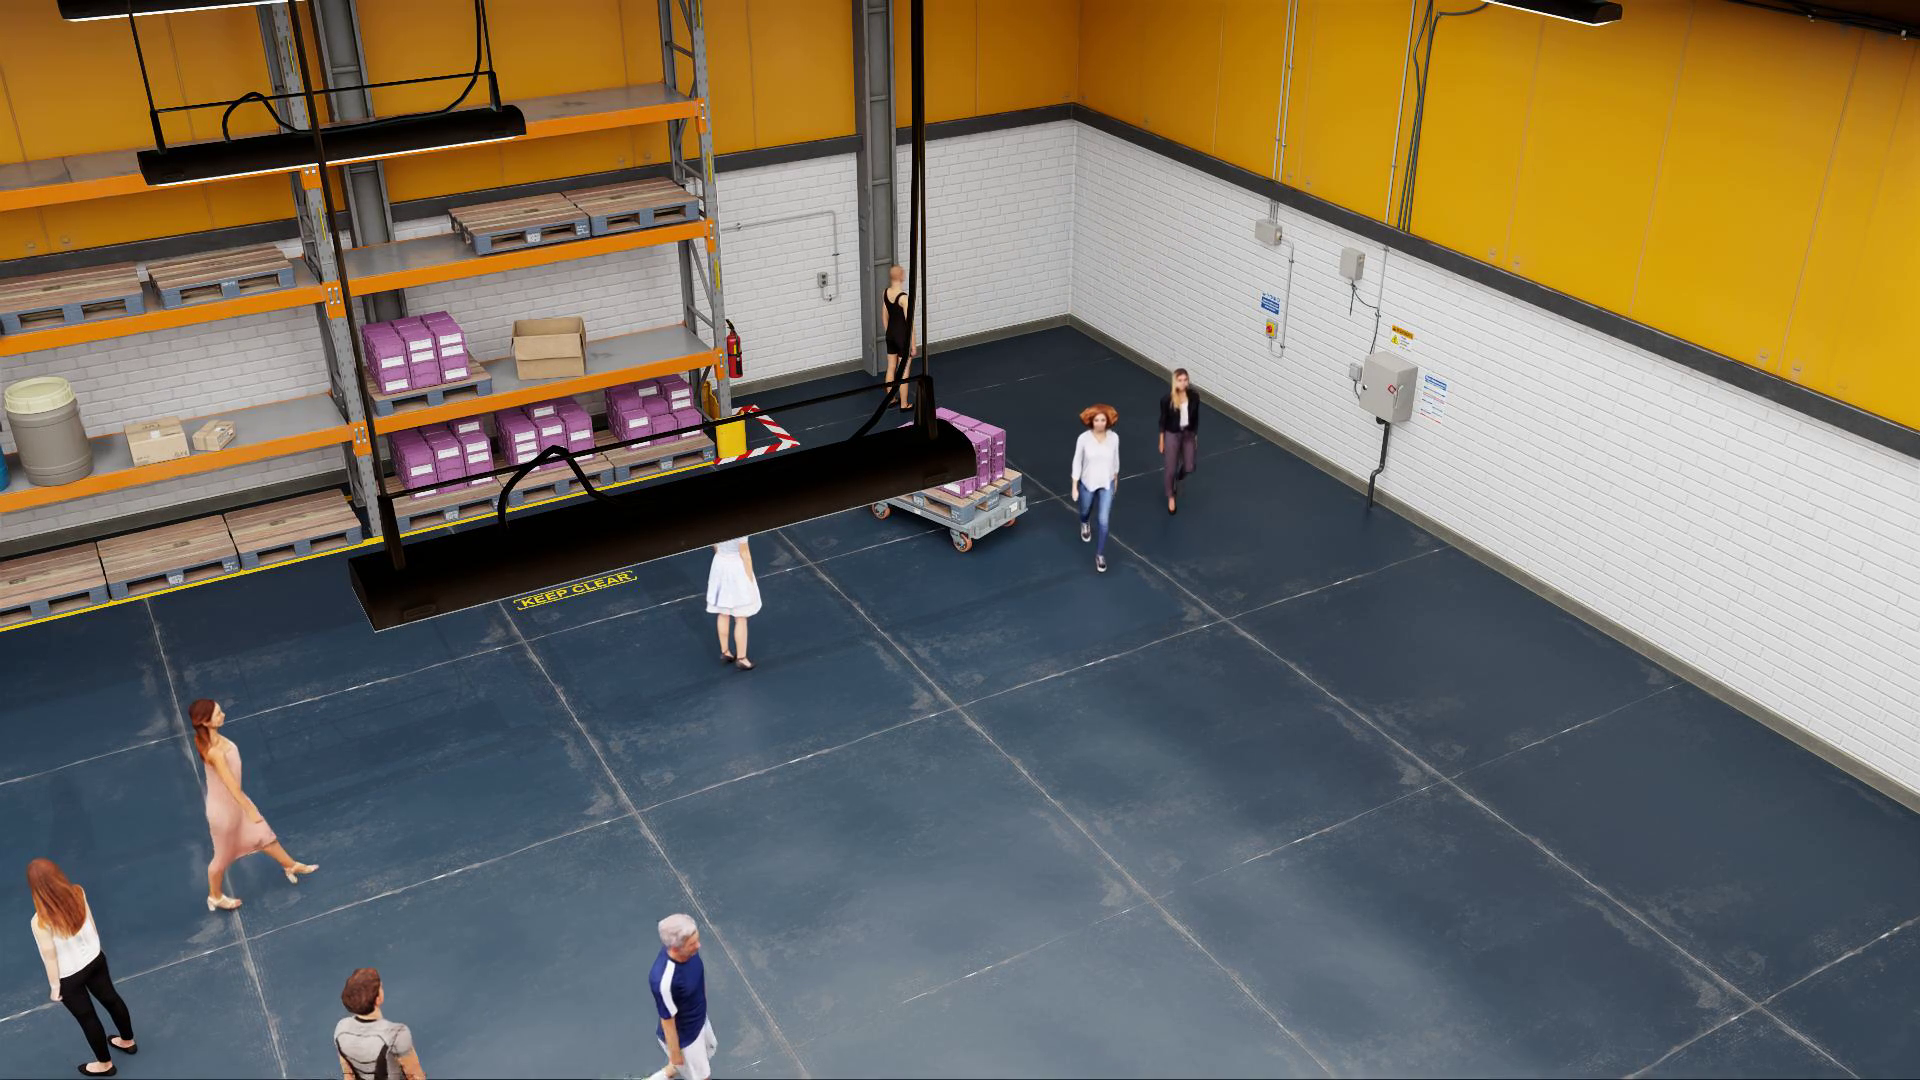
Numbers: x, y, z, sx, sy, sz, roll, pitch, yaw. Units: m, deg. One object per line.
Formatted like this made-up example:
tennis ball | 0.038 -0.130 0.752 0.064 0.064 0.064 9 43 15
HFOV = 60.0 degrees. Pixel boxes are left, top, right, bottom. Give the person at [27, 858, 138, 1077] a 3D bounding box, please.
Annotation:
person | -5.651 2.734 10.684 0.705 1.719 0.632 9 30 16

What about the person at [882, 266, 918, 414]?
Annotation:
person | -0.744 -2.430 20.050 0.704 1.816 0.606 25 38 38

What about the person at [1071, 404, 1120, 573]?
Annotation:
person | 1.375 -0.614 16.863 1.153 1.680 1.063 0 29 0

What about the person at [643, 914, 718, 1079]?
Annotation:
person | -1.764 2.966 10.161 0.993 1.813 0.905 2 29 4

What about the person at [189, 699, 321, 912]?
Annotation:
person | -5.392 1.961 12.020 1.056 1.797 0.701 -11 31 -20

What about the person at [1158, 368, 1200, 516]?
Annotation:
person | 2.303 -1.077 17.727 0.732 1.665 0.772 -6 29 -11

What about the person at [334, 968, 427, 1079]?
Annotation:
person | -3.296 3.291 9.512 1.120 1.865 1.231 10 30 17

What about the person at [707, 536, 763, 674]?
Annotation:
person | -2.040 0.363 14.935 0.824 1.812 0.857 17 33 29
